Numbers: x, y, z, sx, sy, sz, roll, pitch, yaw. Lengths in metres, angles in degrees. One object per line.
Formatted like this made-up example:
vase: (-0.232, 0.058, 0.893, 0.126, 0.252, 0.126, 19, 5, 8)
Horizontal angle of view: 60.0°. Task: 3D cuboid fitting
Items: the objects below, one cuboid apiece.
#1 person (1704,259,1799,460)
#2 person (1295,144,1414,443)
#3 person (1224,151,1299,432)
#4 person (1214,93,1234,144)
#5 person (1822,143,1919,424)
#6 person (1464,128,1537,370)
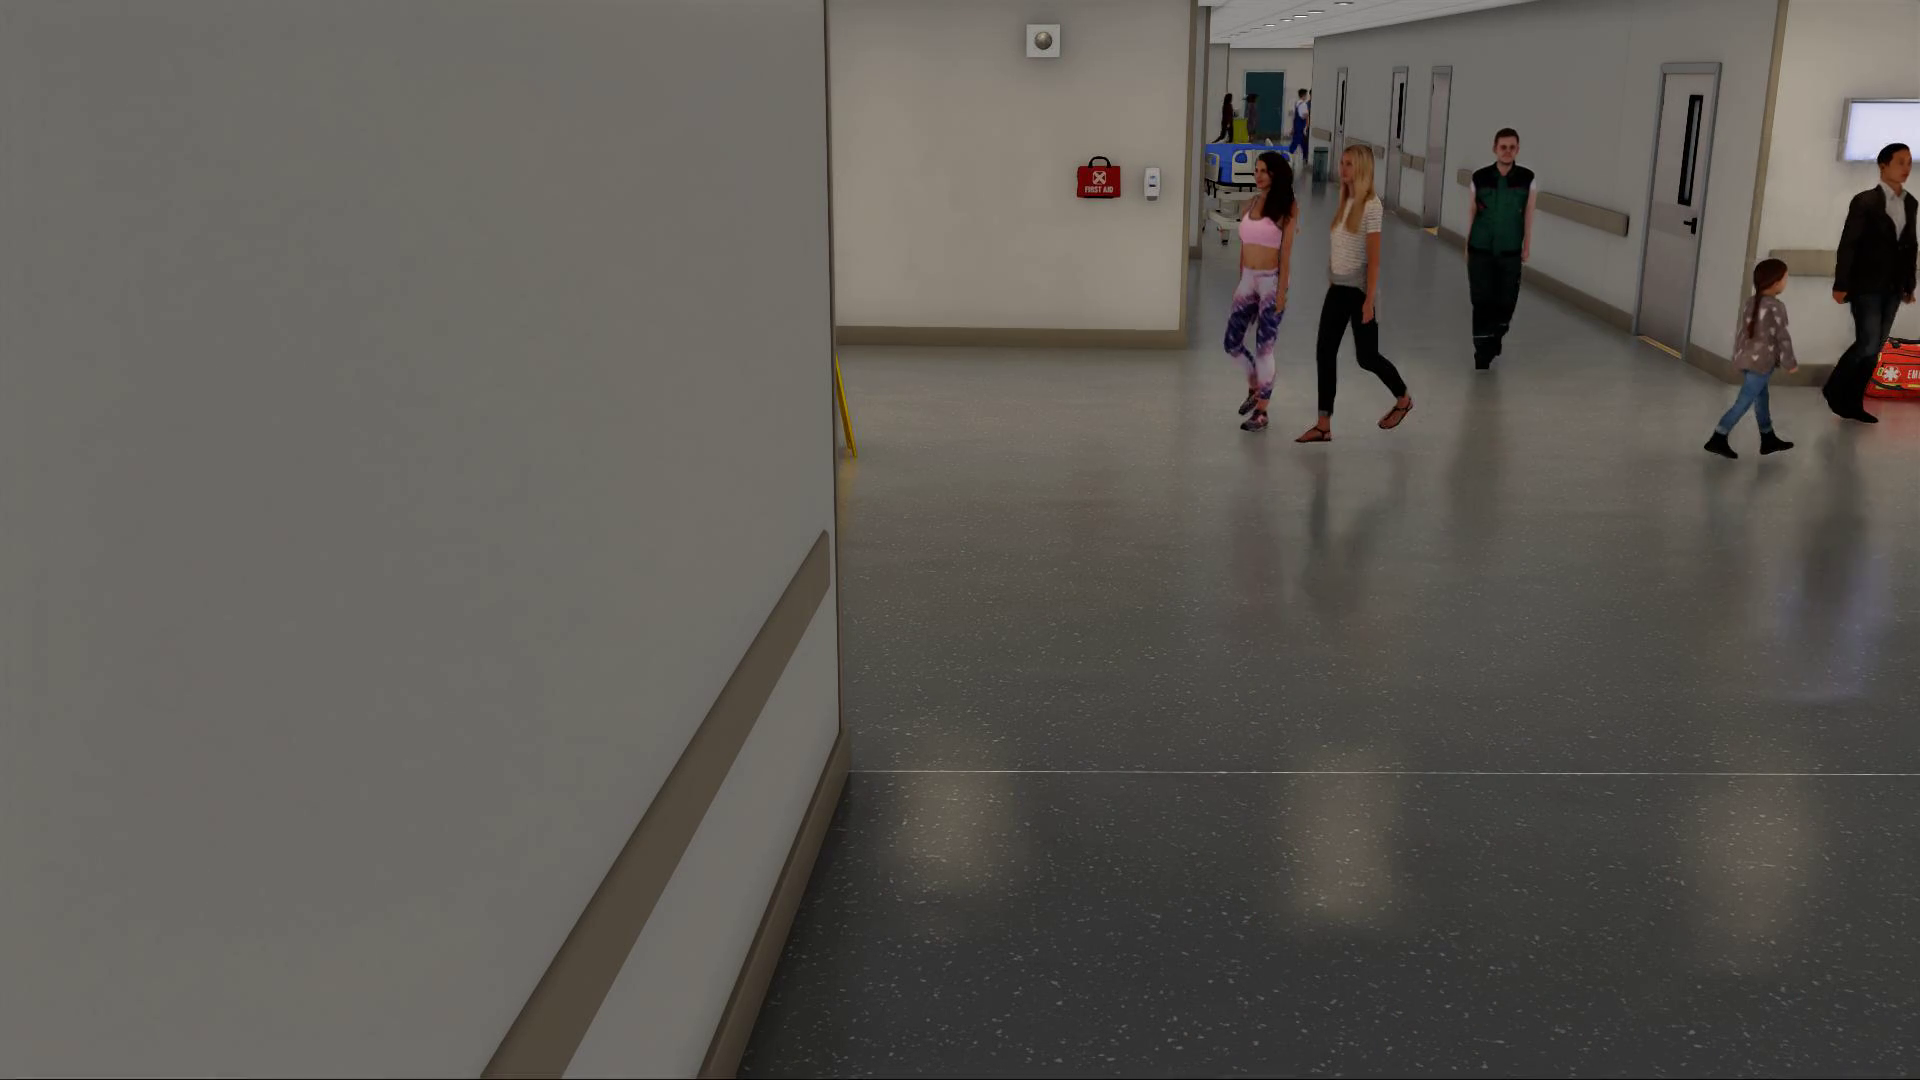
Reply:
person: (4.658, -1.046, 9.806, 0.870, 1.172, 0.600, -2, 16, -7)
person: (2.481, -1.462, 10.138, 1.189, 1.791, 0.980, -6, 17, -21)
person: (1.986, -1.586, 10.640, 0.773, 1.759, 0.828, 15, 21, 42)
person: (7.341, -11.576, 46.314, 1.062, 1.628, 0.843, -4, 16, -15)
person: (5.912, -1.673, 10.883, 0.759, 1.793, 0.870, -5, 17, -18)
person: (4.117, -2.226, 12.778, 0.898, 1.825, 0.789, 4, 16, 14)
